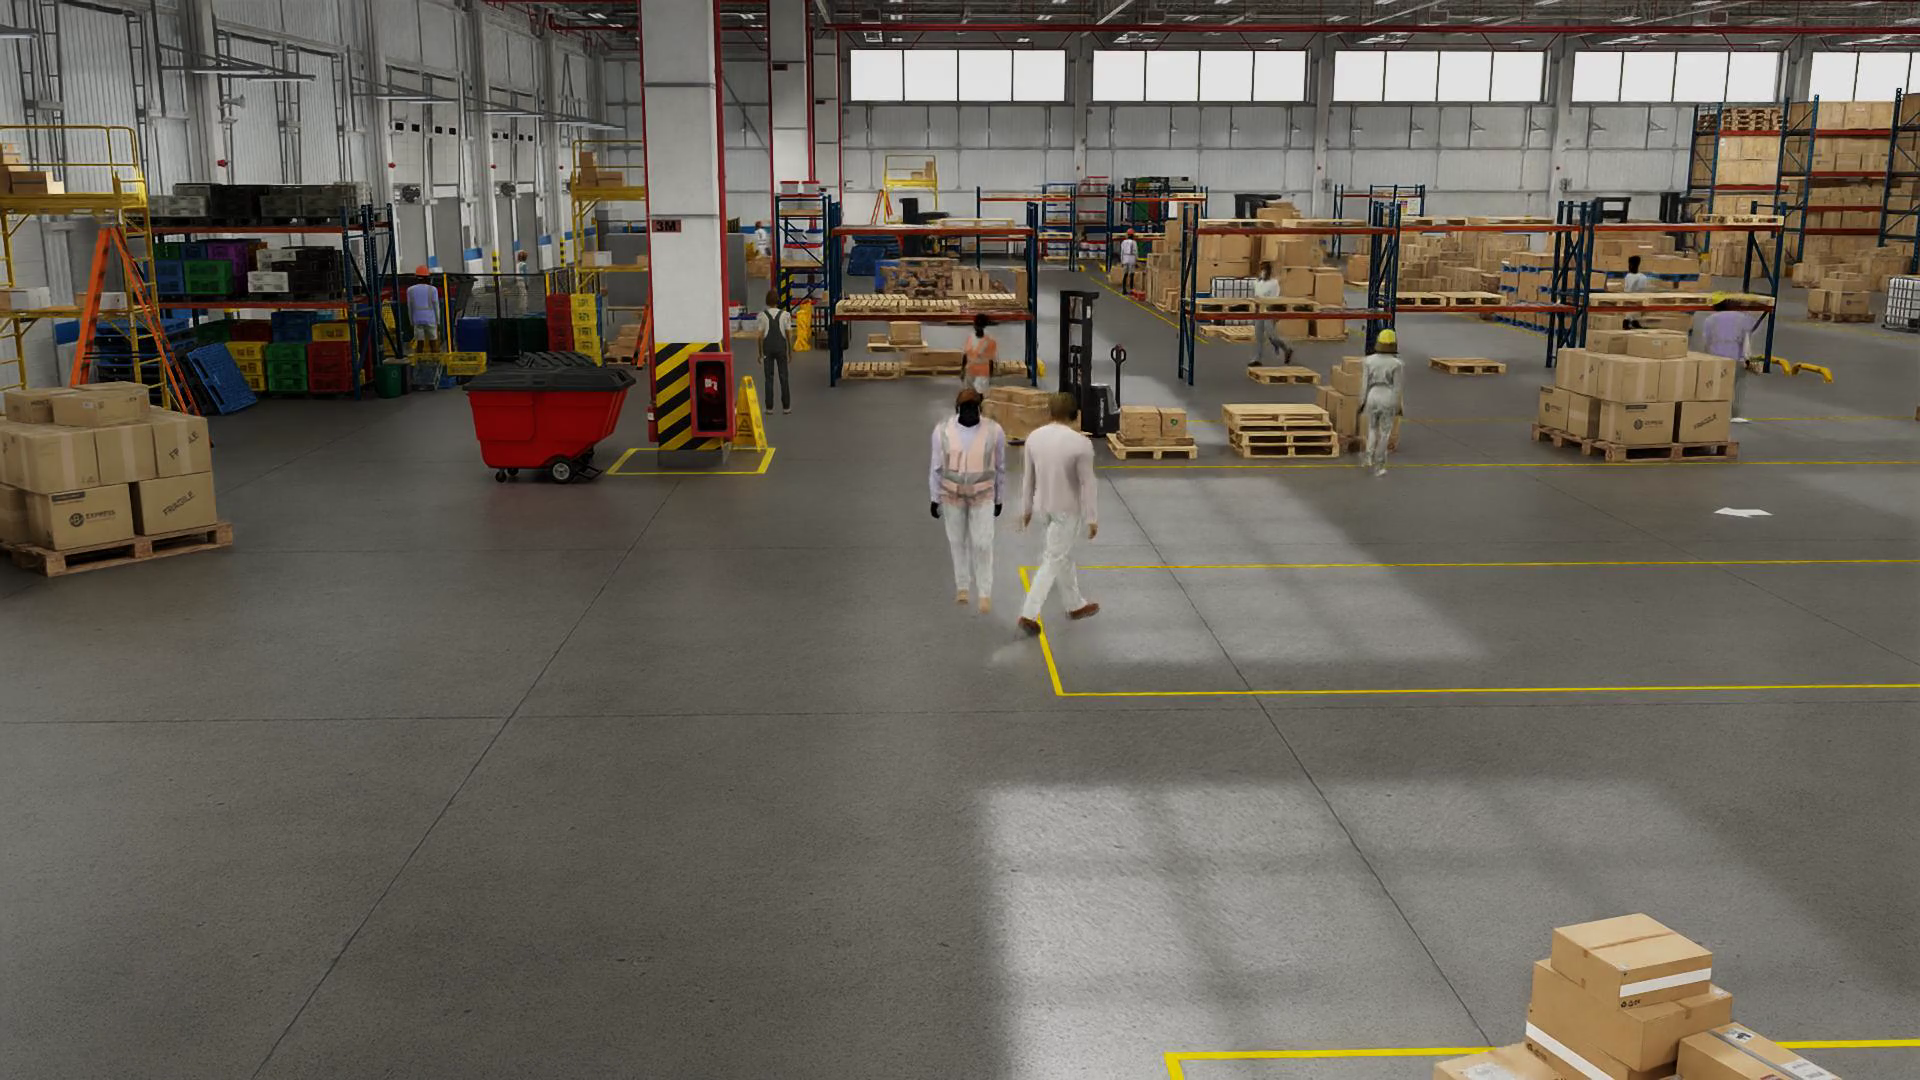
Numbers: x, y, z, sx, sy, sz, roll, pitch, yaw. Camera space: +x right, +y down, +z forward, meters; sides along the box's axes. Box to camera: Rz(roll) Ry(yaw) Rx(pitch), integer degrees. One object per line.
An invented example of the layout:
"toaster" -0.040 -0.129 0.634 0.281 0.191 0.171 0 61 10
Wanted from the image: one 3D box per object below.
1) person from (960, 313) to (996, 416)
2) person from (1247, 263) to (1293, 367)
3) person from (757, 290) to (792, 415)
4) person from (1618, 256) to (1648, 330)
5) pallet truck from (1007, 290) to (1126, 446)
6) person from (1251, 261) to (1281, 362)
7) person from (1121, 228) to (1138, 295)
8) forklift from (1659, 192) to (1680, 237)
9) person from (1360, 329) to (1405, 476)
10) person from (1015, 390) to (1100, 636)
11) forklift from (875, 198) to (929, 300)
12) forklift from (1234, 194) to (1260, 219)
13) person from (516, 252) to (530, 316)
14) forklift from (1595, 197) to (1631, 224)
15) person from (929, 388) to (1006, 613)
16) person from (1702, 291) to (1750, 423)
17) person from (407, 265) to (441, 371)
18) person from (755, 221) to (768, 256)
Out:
"person" 0.286 -2.283 22.745 0.550 1.678 0.472 10 16 39
"person" 5.731 -4.137 30.611 0.806 1.917 0.639 -5 13 -22
"person" -2.737 -2.764 24.569 0.506 1.841 0.346 -2 13 -9
"person" 13.457 -4.711 33.185 1.000 1.926 0.620 -2 13 -7
"pallet truck" 1.257 -2.299 22.111 1.885 1.965 0.823 -9 15 -35
"person" 5.835 -4.341 31.566 0.596 1.897 0.743 11 16 40
"person" 4.969 -8.130 48.583 0.551 1.932 0.377 11 16 40
"forklift" 25.612 -11.207 60.320 1.873 2.768 1.129 0 12 -2
"person" 5.013 -1.631 19.692 0.514 1.728 0.453 8 15 33
"person" 0.752 -0.215 12.966 1.004 1.898 0.657 -12 17 -43
"forklift" -1.404 -8.175 46.632 1.873 2.768 1.129 2 13 7
"forklift" 9.450 -10.045 55.072 1.129 2.768 1.873 -11 17 -41
"person" -10.705 -6.239 40.741 0.312 1.633 0.519 -7 14 -30
"forklift" 19.082 -8.666 48.847 1.129 2.768 1.873 0 12 -2
"person" 0.052 -0.322 13.578 0.621 1.820 0.760 1 13 6
"person" 10.999 -2.611 23.804 0.758 1.881 0.396 3 13 13
"person" -9.409 -3.851 29.253 0.542 1.939 0.364 -1 13 -2
"person" -7.013 -10.419 59.157 0.775 1.878 0.622 6 14 26
